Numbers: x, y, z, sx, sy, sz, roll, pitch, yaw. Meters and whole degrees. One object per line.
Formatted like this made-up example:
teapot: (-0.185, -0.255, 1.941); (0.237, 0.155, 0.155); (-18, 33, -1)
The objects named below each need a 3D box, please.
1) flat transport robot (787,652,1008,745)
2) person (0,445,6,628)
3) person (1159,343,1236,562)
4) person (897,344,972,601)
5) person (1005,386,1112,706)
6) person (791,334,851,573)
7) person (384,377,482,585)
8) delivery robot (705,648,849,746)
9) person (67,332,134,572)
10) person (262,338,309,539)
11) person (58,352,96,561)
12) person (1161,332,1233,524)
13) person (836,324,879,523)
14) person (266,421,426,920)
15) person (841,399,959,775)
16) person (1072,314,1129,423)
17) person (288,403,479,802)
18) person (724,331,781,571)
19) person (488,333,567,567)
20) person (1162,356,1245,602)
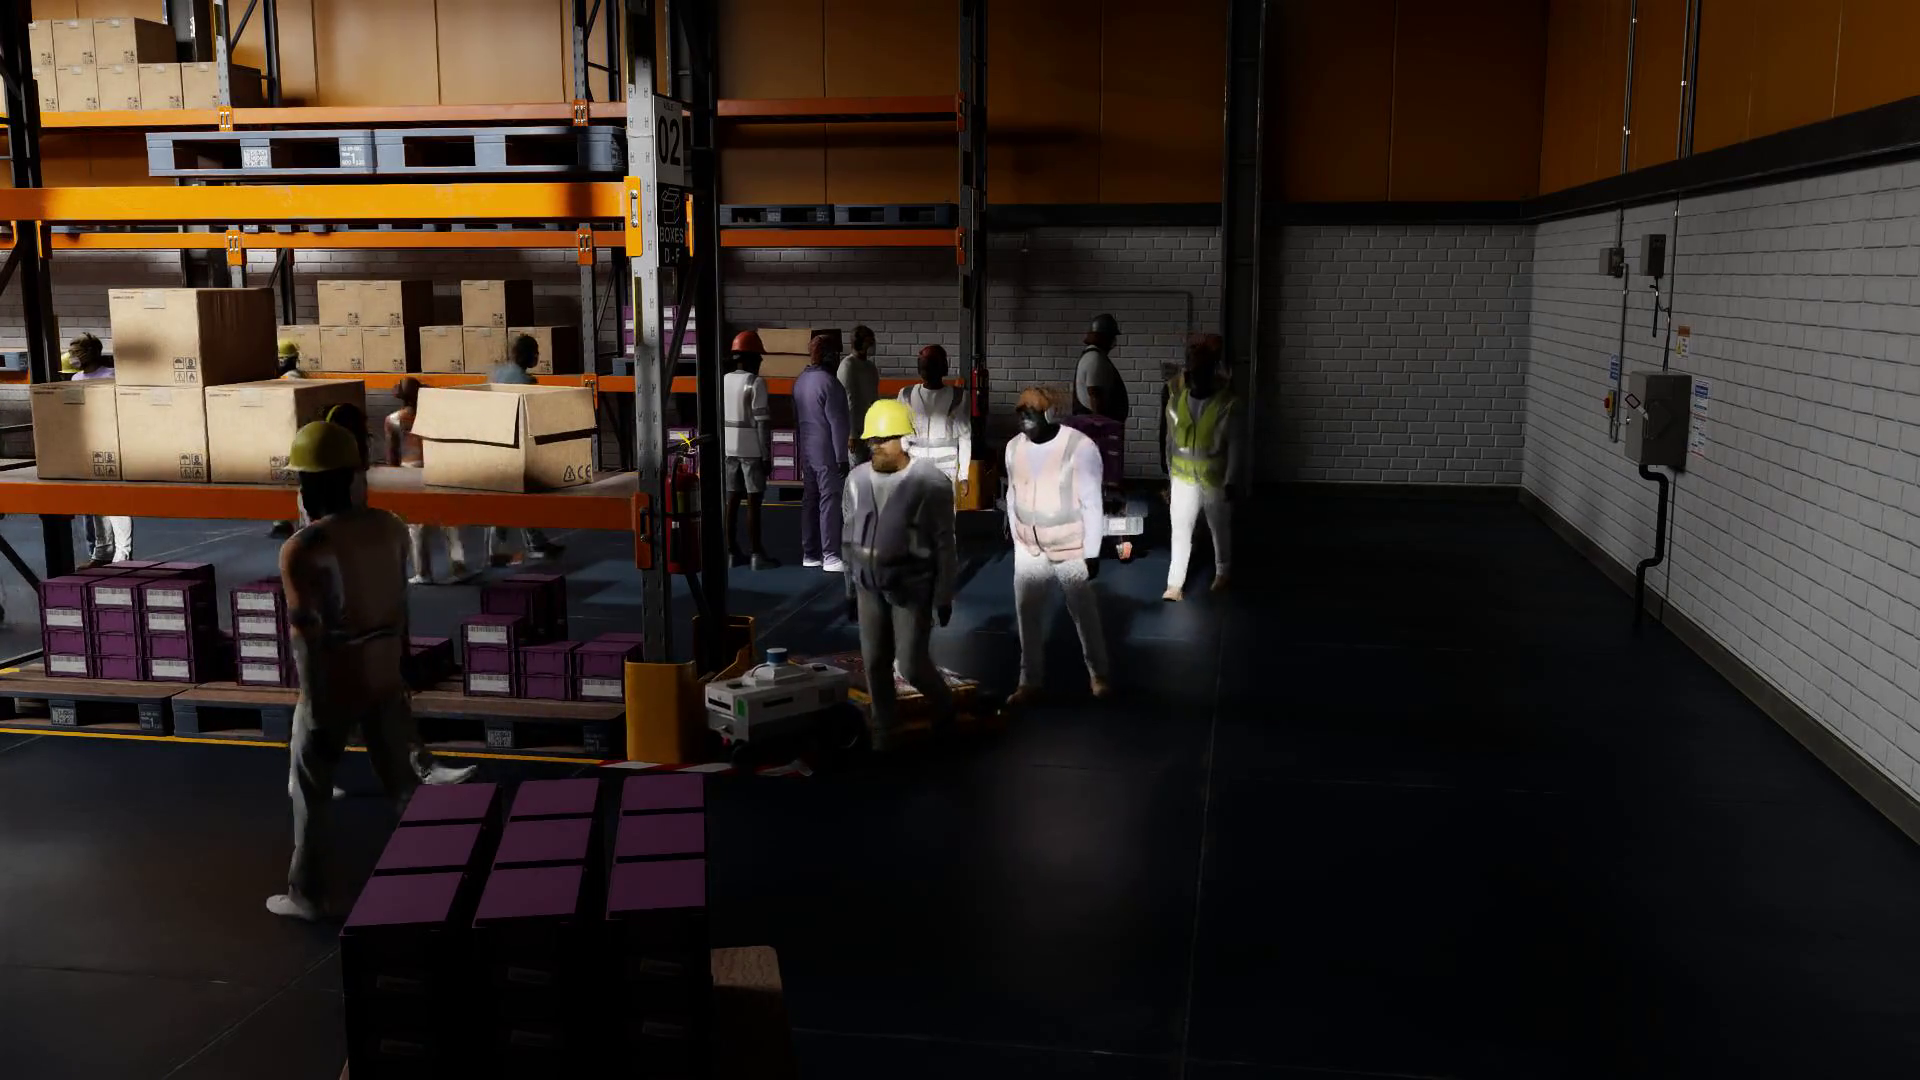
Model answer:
flat transport robot: (-0.404, 0.818, 9.082); (0.652, 0.197, 1.431); (-6, 11, -32)
person: (-6.762, -0.253, 11.254); (0.689, 1.721, 0.501); (2, 9, 13)
person: (1.979, -0.730, 13.870); (0.639, 1.825, 0.453); (1, 9, 8)
person: (-0.205, -0.491, 12.208); (0.573, 1.887, 0.354); (2, 9, 9)
person: (0.570, 0.023, 9.352); (0.642, 1.797, 0.703); (6, 11, 33)
person: (-1.076, -0.694, 13.390); (0.409, 1.913, 0.642); (-7, 11, -37)
person: (-4.081, -0.451, 12.823); (0.647, 1.606, 0.399); (-4, 10, -22)
delivery robot: (-0.897, 0.775, 8.181); (0.707, 0.478, 0.477); (-8, 12, -42)
person: (-6.814, -0.672, 13.169); (0.635, 1.937, 0.353); (6, 11, 34)
person: (-6.127, -0.916, 15.075); (0.613, 1.807, 0.596); (0, 9, -2)
person: (-7.154, -0.629, 13.478); (0.355, 1.771, 0.534); (7, 12, 38)
person: (2.311, -1.097, 16.136); (0.596, 1.850, 0.928); (-7, 11, -35)
person: (-0.890, -0.967, 14.998); (0.372, 1.940, 0.632); (3, 10, 17)
person: (-2.161, 0.510, 6.008); (0.937, 1.898, 0.591); (5, 10, 28)
person: (-0.277, 0.214, 8.063); (0.604, 1.816, 0.551); (5, 11, 30)
person: (1.333, -1.146, 15.795); (0.536, 2.000, 0.702); (0, 9, 2)
person: (-2.673, 0.307, 7.435); (0.947, 1.818, 0.559); (2, 9, 13)
person: (-1.725, -0.721, 13.488); (0.546, 1.933, 0.376); (7, 12, 38)
person: (-3.549, -0.741, 13.703); (0.863, 1.901, 0.636); (-7, 11, -35)
person: (1.799, -0.461, 12.322); (0.623, 1.799, 0.956); (4, 10, 24)
